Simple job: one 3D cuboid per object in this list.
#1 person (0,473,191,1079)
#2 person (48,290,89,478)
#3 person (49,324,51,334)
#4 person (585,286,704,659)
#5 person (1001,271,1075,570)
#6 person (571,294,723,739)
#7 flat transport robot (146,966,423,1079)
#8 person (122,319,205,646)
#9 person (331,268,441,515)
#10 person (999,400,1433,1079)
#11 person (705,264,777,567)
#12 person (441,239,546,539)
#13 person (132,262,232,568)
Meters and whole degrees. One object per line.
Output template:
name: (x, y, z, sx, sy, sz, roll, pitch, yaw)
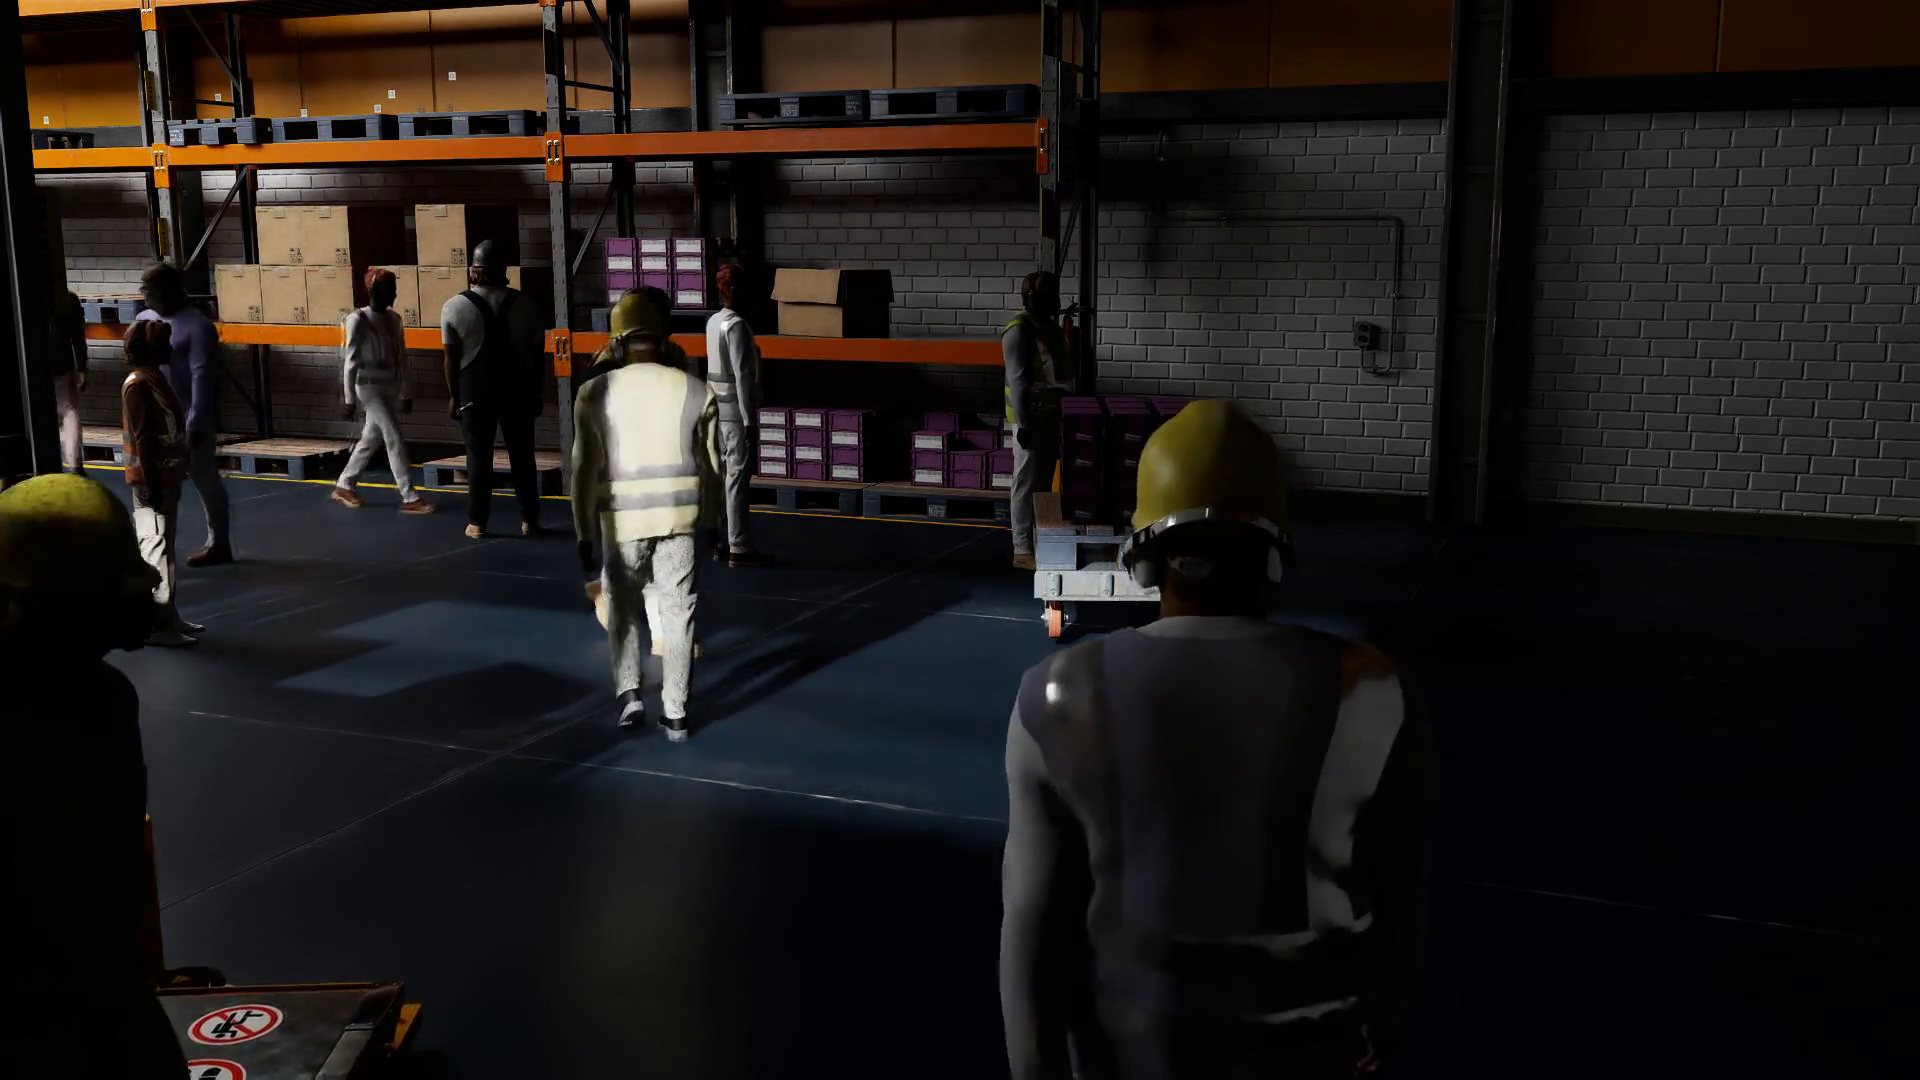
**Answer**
person: (-1.455, 0.734, 2.526, 0.739, 1.703, 0.512, 1, 10, 5)
person: (-7.681, -1.469, 14.005, 0.631, 1.992, 0.410, -4, 11, -20)
person: (-5.598, -0.698, 9.833, 0.378, 1.940, 0.628, 1, 10, 5)
person: (-1.594, -0.341, 8.192, 0.749, 1.818, 0.626, 4, 11, 23)
person: (0.501, -0.743, 10.354, 0.429, 1.844, 0.626, 4, 11, 24)
person: (-1.263, -0.084, 6.761, 0.614, 1.813, 0.428, -3, 11, -15)
flat transport robot: (-1.638, 1.274, 3.494, 0.652, 0.197, 1.431, -1, 10, -4)
person: (-4.037, -0.286, 8.373, 0.307, 1.640, 0.520, -3, 11, -16)
person: (-4.379, -1.113, 12.458, 0.986, 1.838, 0.585, 3, 11, 15)
person: (0.377, 0.690, 2.493, 0.600, 1.797, 0.852, 1, 10, 7)
person: (-1.398, -0.773, 10.410, 0.356, 1.883, 0.572, -5, 11, -27)
person: (-3.201, -1.035, 11.424, 0.682, 2.000, 0.537, -4, 11, -23)
person: (-4.807, -0.715, 10.051, 0.639, 1.891, 0.974, 4, 11, 21)
